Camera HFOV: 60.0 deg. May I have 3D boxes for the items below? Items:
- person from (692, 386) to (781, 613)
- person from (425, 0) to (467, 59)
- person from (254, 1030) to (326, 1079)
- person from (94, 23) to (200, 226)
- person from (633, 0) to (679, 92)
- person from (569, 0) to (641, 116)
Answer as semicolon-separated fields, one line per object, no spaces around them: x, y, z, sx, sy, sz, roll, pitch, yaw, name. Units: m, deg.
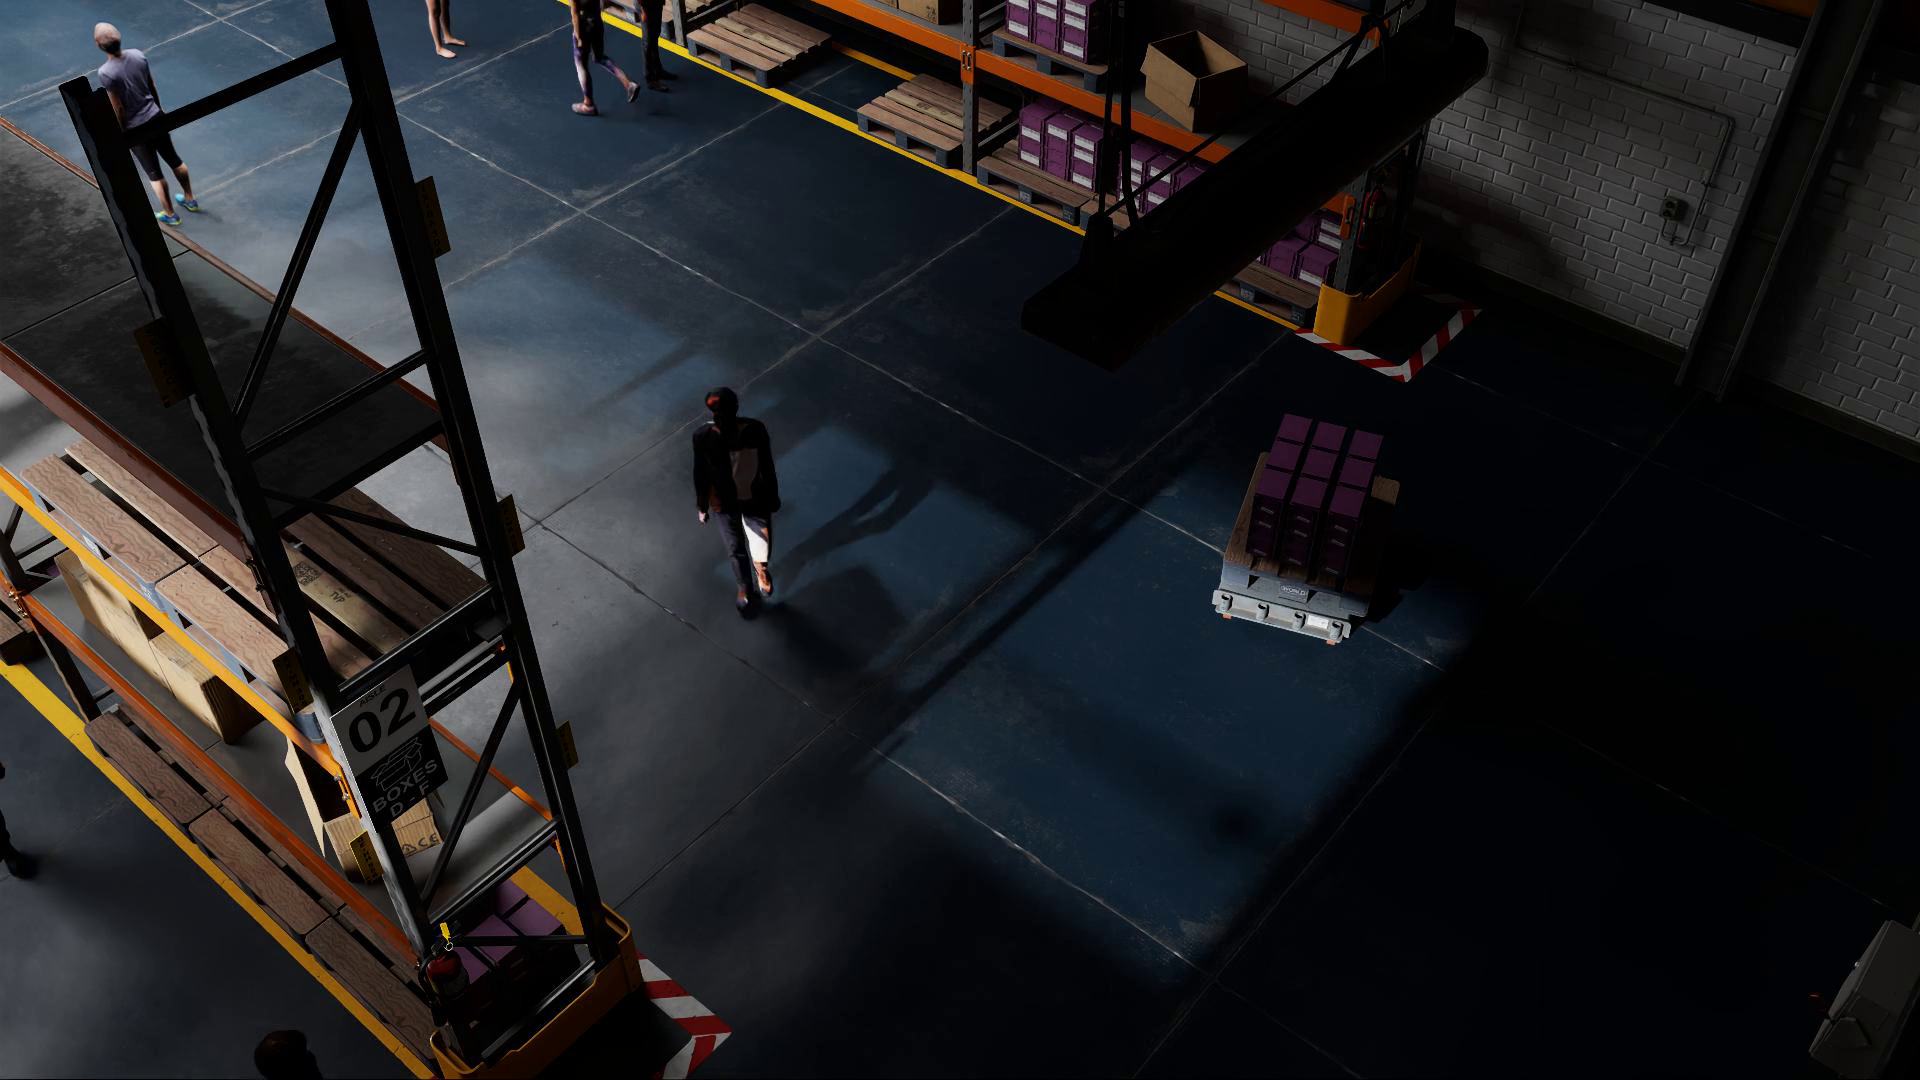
-1.480;-0.324;11.212;0.836;1.879;0.903;-2;44;-2;person
-5.442;-5.862;17.150;0.669;1.706;0.673;10;44;10;person
-3.100;2.900;7.849;1.073;1.848;1.007;-2;44;-2;person
-7.229;-3.688;14.739;0.670;1.885;0.707;18;47;18;person
-3.116;-5.374;16.583;0.690;1.782;0.716;10;44;10;person
-3.535;-4.964;16.172;0.994;1.754;0.761;15;46;15;person
